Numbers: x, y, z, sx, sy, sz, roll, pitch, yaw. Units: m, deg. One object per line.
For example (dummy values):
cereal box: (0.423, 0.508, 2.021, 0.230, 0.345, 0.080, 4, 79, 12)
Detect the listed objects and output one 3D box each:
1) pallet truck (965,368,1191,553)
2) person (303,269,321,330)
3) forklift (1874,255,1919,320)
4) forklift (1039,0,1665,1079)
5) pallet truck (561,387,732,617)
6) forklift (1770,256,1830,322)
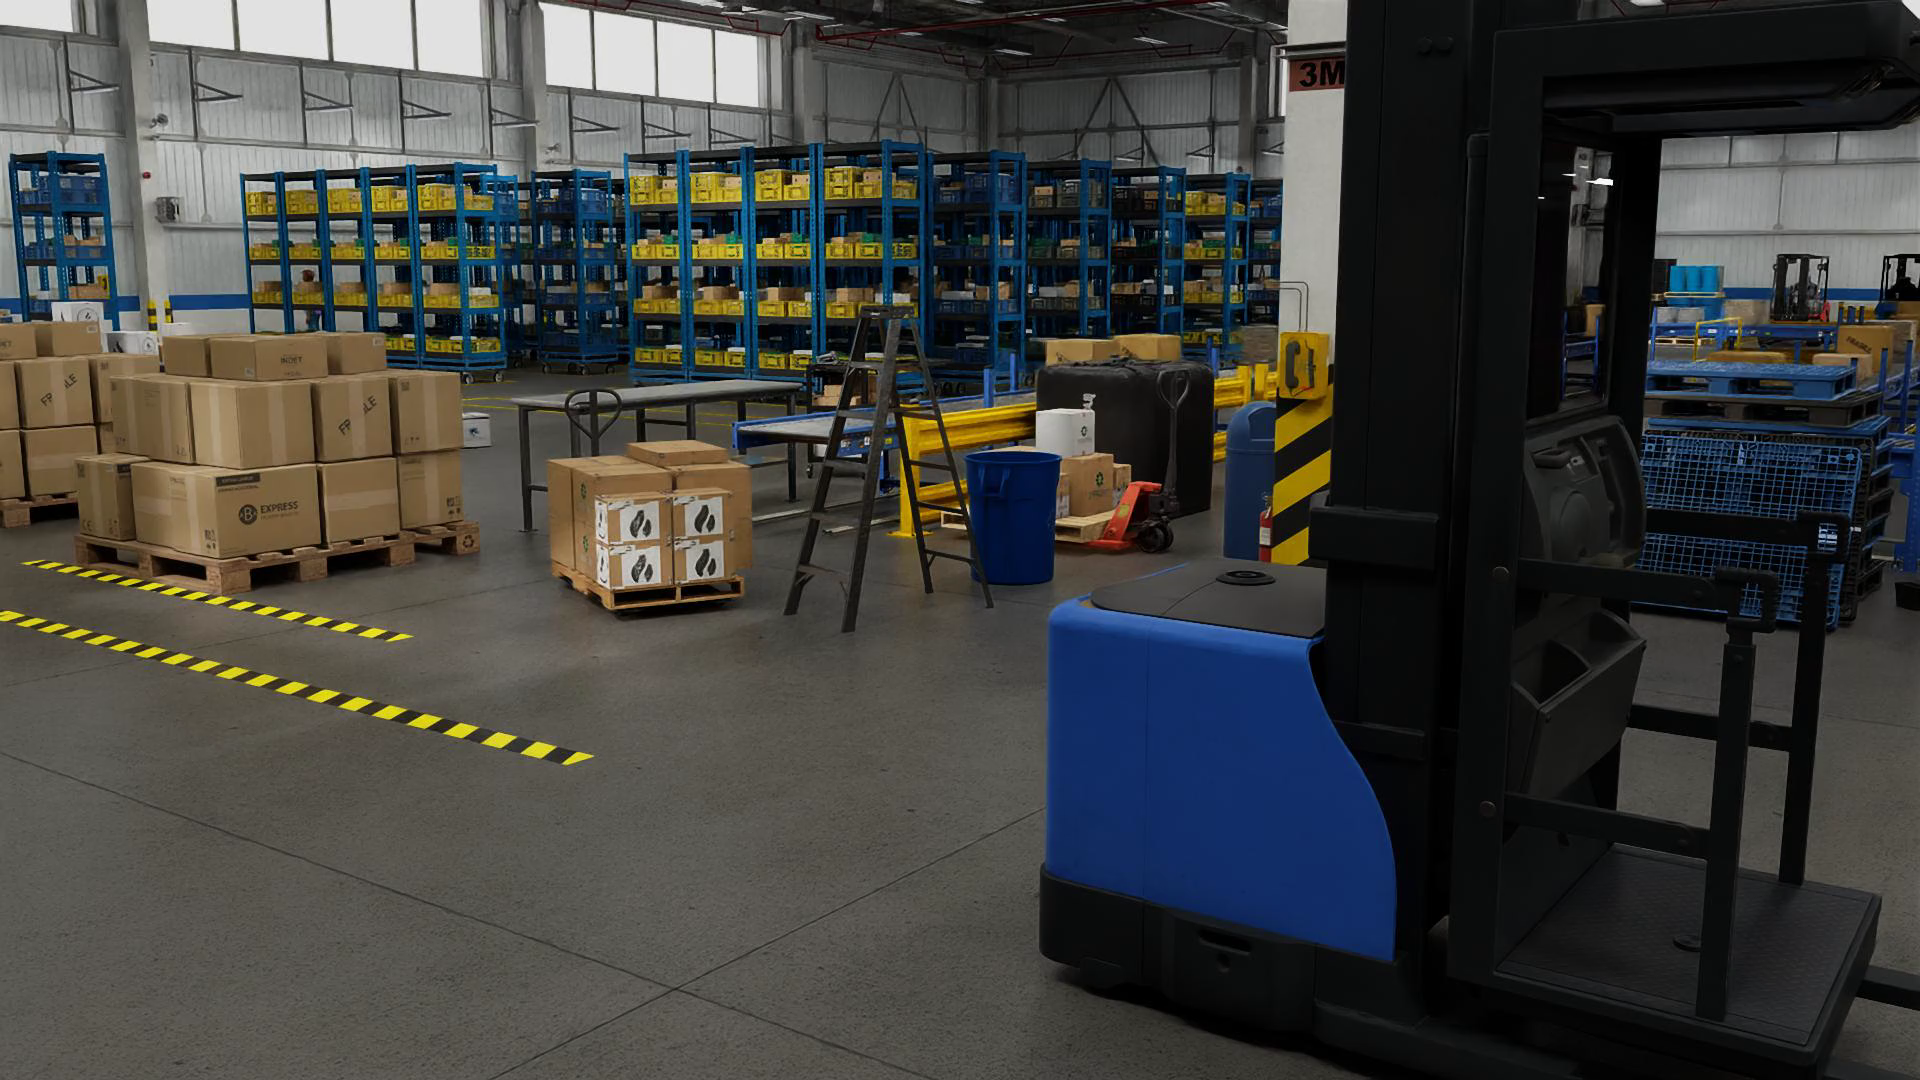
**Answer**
pallet truck: (0.845, -0.609, 11.869, 1.630, 1.274, 0.653, 7, 12, 35)
person: (-13.230, -4.601, 34.005, 0.389, 1.850, 0.566, -1, 10, -8)
forklift: (22.089, -5.634, 38.796, 1.157, 1.987, 2.680, 6, 11, 33)
forklift: (1.249, -0.137, 4.360, 1.873, 2.768, 1.129, 7, 12, 35)
pallet truck: (-1.981, -0.274, 10.088, 0.680, 1.201, 1.601, -5, 11, -28)
forklift: (20.253, -5.854, 40.139, 1.157, 1.987, 2.680, 7, 12, 35)
